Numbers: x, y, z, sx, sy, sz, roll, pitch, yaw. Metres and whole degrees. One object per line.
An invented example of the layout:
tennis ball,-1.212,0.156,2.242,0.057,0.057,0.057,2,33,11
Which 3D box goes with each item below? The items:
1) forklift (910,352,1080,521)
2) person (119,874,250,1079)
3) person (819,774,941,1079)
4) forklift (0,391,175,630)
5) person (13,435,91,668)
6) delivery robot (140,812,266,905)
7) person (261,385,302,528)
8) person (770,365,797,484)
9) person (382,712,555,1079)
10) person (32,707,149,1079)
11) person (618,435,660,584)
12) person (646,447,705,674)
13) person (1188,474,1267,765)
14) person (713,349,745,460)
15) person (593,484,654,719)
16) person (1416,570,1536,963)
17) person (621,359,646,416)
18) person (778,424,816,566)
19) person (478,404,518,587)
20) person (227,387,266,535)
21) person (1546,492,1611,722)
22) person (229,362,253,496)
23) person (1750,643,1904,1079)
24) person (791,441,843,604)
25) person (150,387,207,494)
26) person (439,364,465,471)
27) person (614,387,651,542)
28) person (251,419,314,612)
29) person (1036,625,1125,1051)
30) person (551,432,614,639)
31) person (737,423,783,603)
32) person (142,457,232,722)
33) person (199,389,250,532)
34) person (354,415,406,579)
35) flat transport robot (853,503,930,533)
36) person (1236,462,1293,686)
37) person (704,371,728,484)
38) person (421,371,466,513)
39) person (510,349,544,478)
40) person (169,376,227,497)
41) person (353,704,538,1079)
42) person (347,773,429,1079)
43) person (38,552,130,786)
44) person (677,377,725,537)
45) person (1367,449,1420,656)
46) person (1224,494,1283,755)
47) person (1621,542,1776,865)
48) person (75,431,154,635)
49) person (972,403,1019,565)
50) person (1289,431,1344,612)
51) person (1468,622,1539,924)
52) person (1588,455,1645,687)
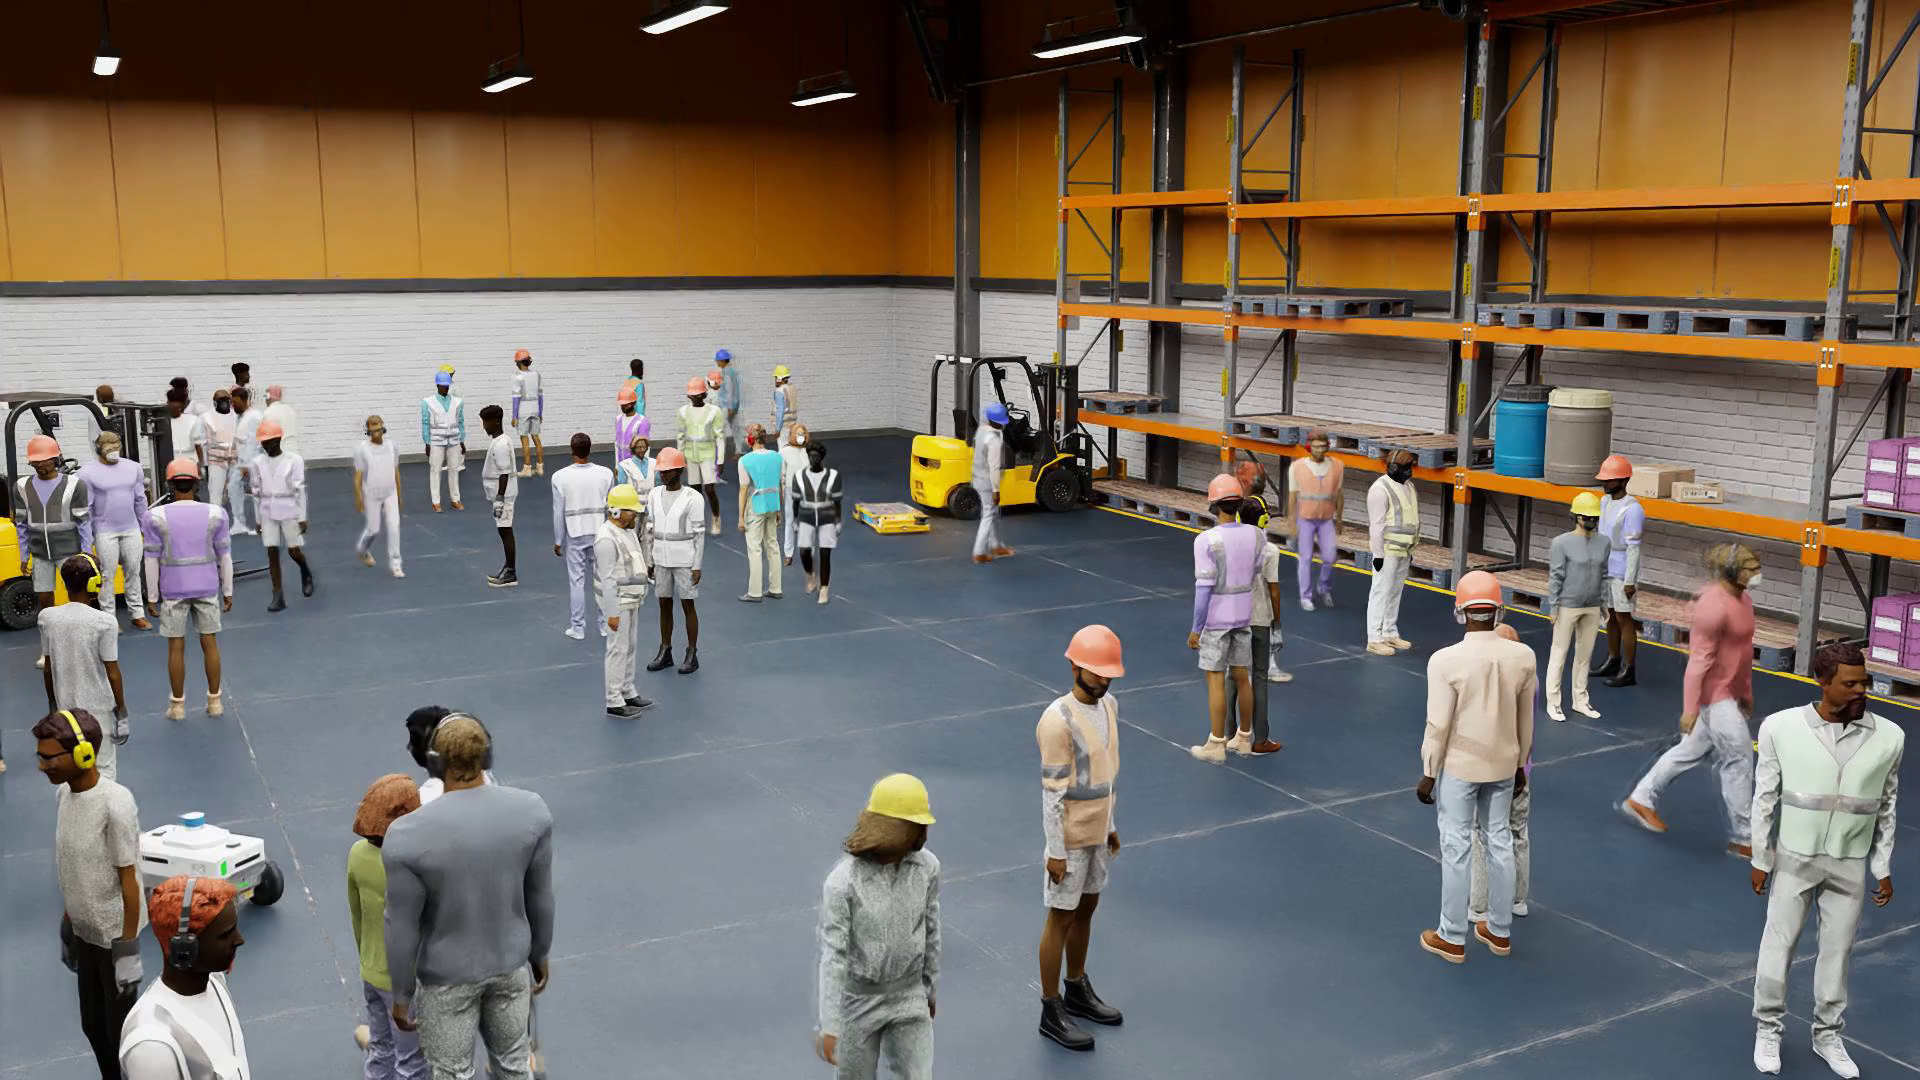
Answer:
forklift,0.460,-1.461,22.833,2.313,2.155,1.214,-5,11,-28
person,-2.137,1.849,4.689,0.357,1.880,0.576,-1,10,-9
person,-0.293,1.695,6.039,0.577,1.719,0.500,-6,11,-29
forklift,-9.026,-0.363,16.508,1.214,2.155,2.313,6,11,29
person,-7.781,0.107,14.286,0.603,2.034,0.416,-1,10,-7
delivery robot,-4.123,1.716,8.987,0.707,0.478,0.477,4,11,21
person,-8.755,-1.068,21.534,0.549,1.859,0.676,2,10,11
person,-2.729,-1.783,25.727,0.404,1.833,0.591,3,10,18
person,-1.779,1.580,6.098,0.635,1.930,0.380,-8,12,-38
person,-3.337,1.553,6.464,0.531,1.856,0.330,7,12,36
person,-3.423,-0.312,17.814,0.523,1.638,0.311,-8,13,-40
person,-2.435,0.175,14.149,0.543,1.939,0.362,4,11,21
person,1.851,0.551,11.688,0.615,2.039,0.382,-6,12,-32
person,-4.068,-2.290,28.418,0.841,1.915,0.636,0,10,-1
person,-2.603,0.471,12.807,0.403,1.817,0.605,1,10,5
person,2.602,1.141,8.430,0.621,1.990,0.391,-3,10,-16
person,-5.109,-1.891,26.144,0.402,1.907,0.599,-6,12,-32
person,-1.834,-0.518,19.010,0.504,1.636,0.280,-1,10,-8
person,-4.943,-0.482,17.872,0.375,1.959,0.603,-2,10,-14
person,-9.041,-0.972,20.920,0.585,1.884,0.721,8,13,40
person,4.743,0.508,12.728,0.533,1.768,0.311,-3,10,-17
person,-10.579,-1.639,24.511,0.371,1.966,0.608,-5,11,-26
person,3.754,1.381,7.256,0.591,1.921,0.390,1,10,8
person,-1.453,-0.185,16.971,0.531,1.685,0.401,0,10,0
person,-9.630,-0.916,20.429,0.663,1.935,0.650,-8,13,-38
person,-8.321,-1.992,27.125,0.533,1.767,0.327,8,13,39
person,-4.066,-0.926,20.537,0.553,1.924,0.390,7,12,34
person,-6.810,-0.263,16.708,0.563,1.923,0.650,0,10,1
person,0.575,1.324,7.562,0.384,1.930,0.547,7,12,34
person,-3.480,-0.038,15.434,0.591,1.920,0.392,-5,11,-27
person,-2.027,-0.273,17.027,0.377,1.836,0.567,9,13,41
person,-5.905,0.376,12.744,0.610,2.032,0.410,-6,12,-32
person,-9.325,-0.991,21.139,0.621,1.845,0.429,-8,13,-39
person,-6.448,-0.494,18.383,0.528,1.819,0.769,-9,13,-42
flat transport robot,-0.911,-0.307,21.720,0.652,0.197,1.431,-3,10,-17
person,2.489,0.303,13.656,0.632,1.863,0.624,6,11,30
person,-3.809,-1.746,25.768,0.347,1.742,0.565,-5,11,-25
person,-7.110,-1.356,22.936,0.605,1.949,0.383,-8,13,-39
person,-6.906,-2.014,26.457,0.395,2.038,0.614,7,12,34
person,-10.582,-1.347,23.050,0.636,1.907,1.009,4,10,20
person,-2.238,1.524,7.195,0.899,1.640,0.538,4,11,21
person,-2.127,1.684,6.338,0.499,1.634,0.278,9,13,41
person,-5.061,0.998,9.651,0.510,1.861,0.324,1,10,8
person,-3.252,-1.026,20.807,0.621,2.032,0.399,3,10,17
person,3.882,0.098,14.878,0.429,1.839,0.634,9,13,41
person,2.073,0.603,11.893,0.520,1.869,0.328,7,12,36
person,4.492,0.928,9.973,1.014,1.898,0.646,8,13,39
person,-7.928,-0.072,15.612,0.382,1.930,0.636,8,12,37
person,0.450,-0.643,19.032,0.683,1.883,0.672,-3,10,-19
person,3.542,-0.185,16.553,0.590,1.823,0.449,-1,10,-6
person,2.866,1.244,8.894,0.513,1.631,0.318,-5,11,-26
person,5.410,0.254,13.764,0.424,1.924,0.560,-1,10,-6
